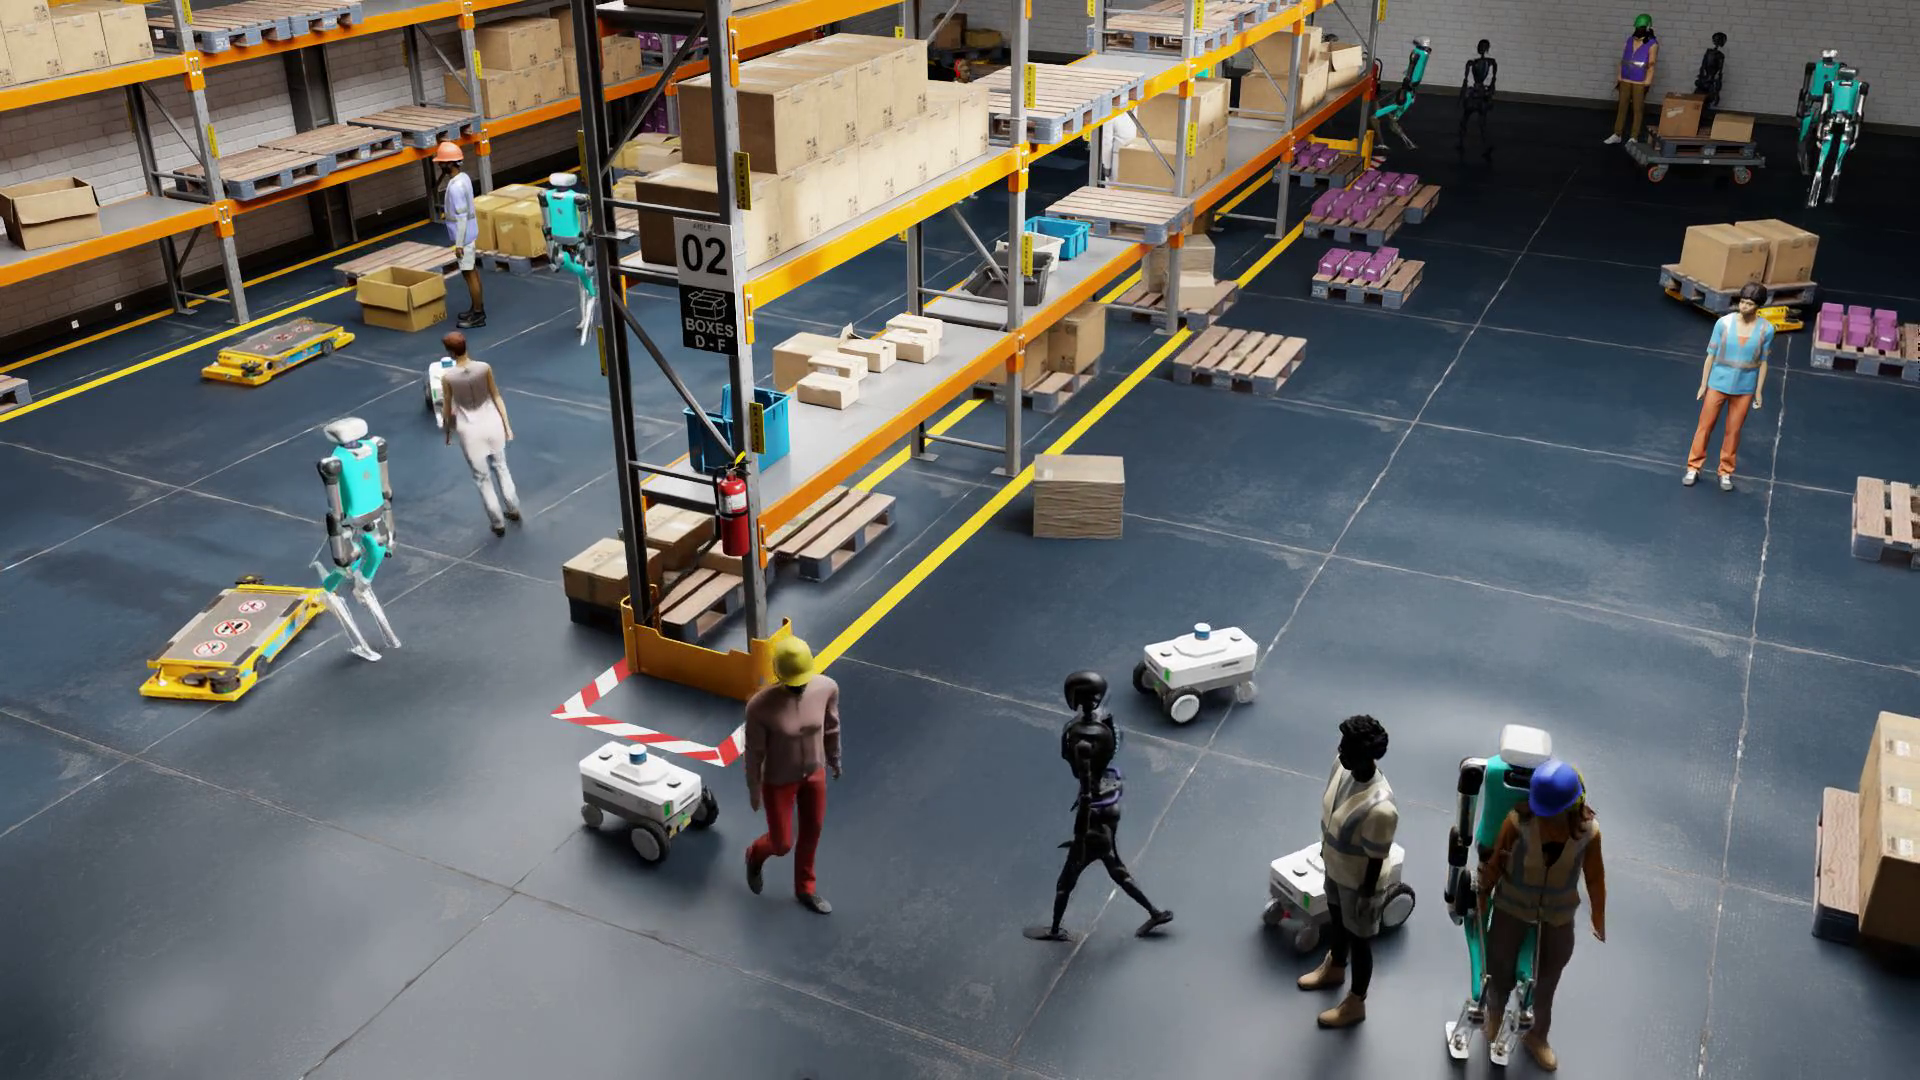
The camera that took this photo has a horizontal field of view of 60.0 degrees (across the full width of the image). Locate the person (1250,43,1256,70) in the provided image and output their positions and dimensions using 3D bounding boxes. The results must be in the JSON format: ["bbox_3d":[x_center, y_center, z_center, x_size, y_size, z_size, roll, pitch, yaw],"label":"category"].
[{"bbox_3d":[4.795,-7.665,26.454,0.391,1.875,0.566,-1,26,-1],"label":"person"}]

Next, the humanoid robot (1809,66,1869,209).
[{"bbox_3d":[11.361,-5.153,21.652,0.569,1.880,0.829,16,31,29],"label":"humanoid robot"}]

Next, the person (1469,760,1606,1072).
[{"bbox_3d":[2.656,1.723,7.627,0.609,1.742,0.401,4,27,8],"label":"person"}]

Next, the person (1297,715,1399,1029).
[{"bbox_3d":[1.883,1.574,7.996,0.319,1.693,0.531,-5,27,-11],"label":"person"}]

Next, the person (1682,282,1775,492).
[{"bbox_3d":[6.326,-1.252,13.621,0.495,1.764,0.330,10,28,20],"label":"person"}]

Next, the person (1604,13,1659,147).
[{"bbox_3d":[10.021,-6.826,24.694,0.422,1.927,0.546,-18,32,-33],"label":"person"}]

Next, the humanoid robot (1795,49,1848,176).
[{"bbox_3d":[12.008,-6.075,23.451,0.532,1.783,1.019,6,27,11],"label":"humanoid robot"}]

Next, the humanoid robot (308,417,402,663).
[{"bbox_3d":[-4.109,0.001,11.112,0.682,1.788,0.537,13,29,24],"label":"humanoid robot"}]

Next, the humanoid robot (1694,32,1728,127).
[{"bbox_3d":[11.118,-6.761,24.885,0.729,1.635,0.616,-3,26,-6],"label":"humanoid robot"}]

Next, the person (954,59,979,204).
[{"bbox_3d":[0.015,-5.377,21.858,0.390,1.849,0.564,22,34,37],"label":"person"}]

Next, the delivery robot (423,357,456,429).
[{"bbox_3d":[-4.664,-1.386,15.237,0.499,0.579,0.766,-8,27,-16],"label":"delivery robot"}]

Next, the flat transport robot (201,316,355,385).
[{"bbox_3d":[-6.794,-1.895,16.606,0.659,0.231,1.431,10,28,19],"label":"flat transport robot"}]

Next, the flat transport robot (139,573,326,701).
[{"bbox_3d":[-4.959,0.659,11.447,0.659,0.231,1.431,3,26,6],"label":"flat transport robot"}]

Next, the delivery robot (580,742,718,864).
[{"bbox_3d":[-1.808,1.454,9.523,0.789,0.598,0.499,16,30,28],"label":"delivery robot"}]

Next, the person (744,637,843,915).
[{"bbox_3d":[-0.871,1.209,8.678,0.555,1.739,0.534,-19,32,-33],"label":"person"}]

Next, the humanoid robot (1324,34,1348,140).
[{"bbox_3d":[5.454,-6.703,24.770,0.731,1.621,0.611,13,29,24],"label":"humanoid robot"}]

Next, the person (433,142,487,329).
[{"bbox_3d":[-5.191,-3.166,17.295,0.356,1.937,0.546,-4,27,-9],"label":"person"}]

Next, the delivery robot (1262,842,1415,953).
[{"bbox_3d":[1.984,1.802,8.804,0.759,0.583,0.499,-14,30,-26],"label":"delivery robot"}]

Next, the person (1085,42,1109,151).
[{"bbox_3d":[2.124,-6.695,24.657,0.567,1.724,0.748,13,29,24],"label":"person"}]

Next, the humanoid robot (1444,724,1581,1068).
[{"bbox_3d":[2.488,1.712,7.568,0.530,1.714,0.701,4,27,8],"label":"humanoid robot"}]

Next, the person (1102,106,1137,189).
[{"bbox_3d":[2.004,-4.602,20.229,0.640,1.910,0.404,-18,31,-32],"label":"person"}]

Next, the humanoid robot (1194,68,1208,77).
[{"bbox_3d":[3.506,-6.278,23.821,0.556,1.794,0.754,9,28,17],"label":"humanoid robot"}]

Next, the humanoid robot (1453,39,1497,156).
[{"bbox_3d":[7.585,-6.461,24.283,0.611,1.629,0.727,-8,28,-17],"label":"humanoid robot"}]

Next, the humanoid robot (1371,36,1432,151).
[{"bbox_3d":[6.339,-6.473,24.190,0.915,1.723,0.574,18,32,32],"label":"humanoid robot"}]

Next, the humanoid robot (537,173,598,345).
[{"bbox_3d":[-3.902,-2.915,17.047,0.542,1.798,0.825,7,27,14],"label":"humanoid robot"}]

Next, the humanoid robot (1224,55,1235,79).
[{"bbox_3d":[3.786,-6.697,24.738,0.626,1.624,0.608,4,27,7],"label":"humanoid robot"}]

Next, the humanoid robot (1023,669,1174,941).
[{"bbox_3d":[0.734,1.380,8.456,0.735,1.630,0.590,4,27,9],"label":"humanoid robot"}]

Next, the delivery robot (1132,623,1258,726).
[{"bbox_3d":[1.535,0.836,10.785,0.809,0.611,0.499,-10,28,-20],"label":"delivery robot"}]

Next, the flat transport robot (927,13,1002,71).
[{"bbox_3d":[0.037,-8.706,30.364,0.659,0.231,1.431,-14,29,-26],"label":"flat transport robot"}]

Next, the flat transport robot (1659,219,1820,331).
[{"bbox_3d":[8.333,-2.553,17.935,0.659,0.231,1.431,-6,27,-12],"label":"flat transport robot"}]

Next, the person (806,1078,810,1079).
[{"bbox_3d":[-0.468,2.608,5.734,0.546,1.841,0.997,-12,29,-23],"label":"person"}]

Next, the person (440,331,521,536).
[{"bbox_3d":[-3.730,-0.823,12.897,0.479,1.618,0.448,-14,30,-26],"label":"person"}]
